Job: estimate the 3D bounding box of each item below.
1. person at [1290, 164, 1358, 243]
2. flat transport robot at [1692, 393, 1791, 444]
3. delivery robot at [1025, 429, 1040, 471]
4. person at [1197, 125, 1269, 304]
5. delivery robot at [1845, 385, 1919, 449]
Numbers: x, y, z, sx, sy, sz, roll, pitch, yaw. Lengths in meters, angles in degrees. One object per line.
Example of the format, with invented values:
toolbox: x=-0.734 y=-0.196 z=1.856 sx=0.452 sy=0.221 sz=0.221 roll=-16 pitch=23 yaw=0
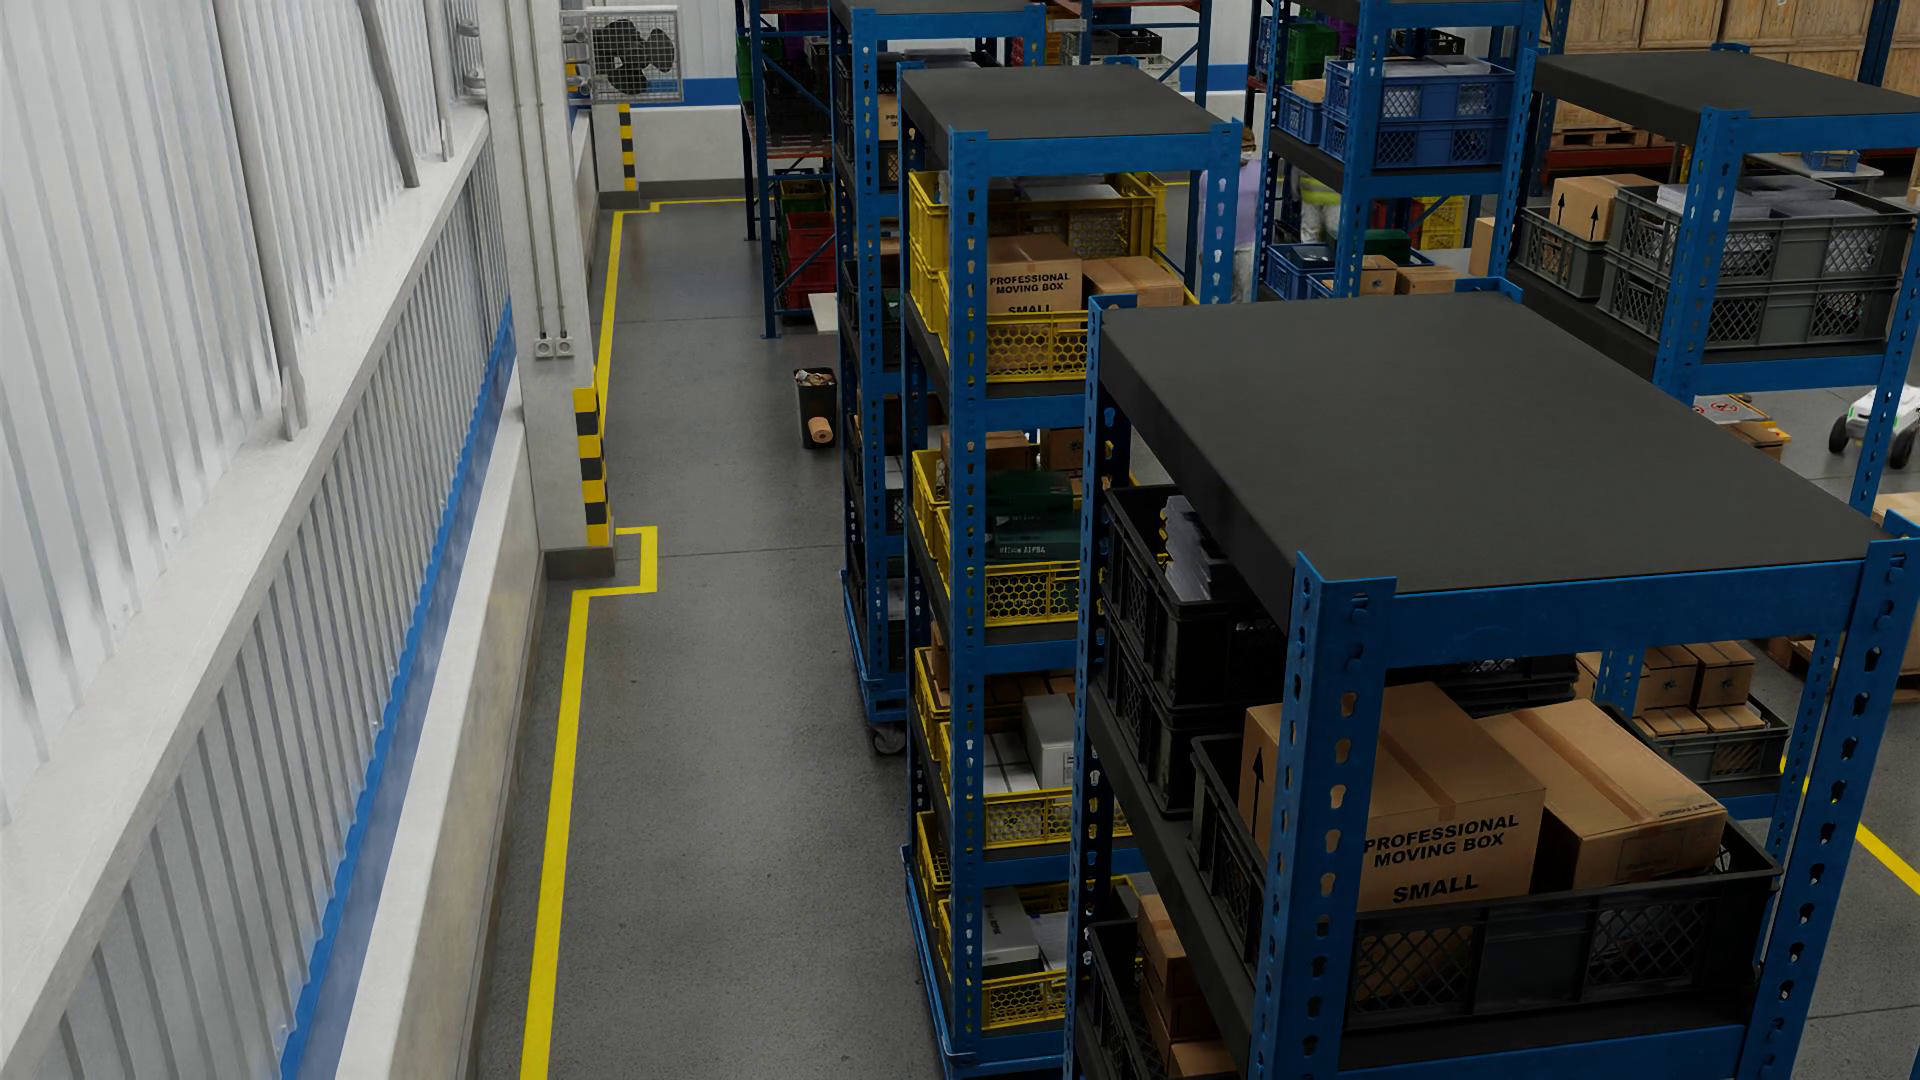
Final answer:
person: x=3.318 y=-3.118 z=15.178 sx=0.644 sy=1.838 sz=0.429 roll=12 pitch=27 yaw=24
flat transport robot: x=5.224 y=-0.859 z=12.132 sx=1.431 sy=0.197 sz=0.652 roll=-4 pitch=25 yaw=-8
delivery robot: x=0.464 y=-0.588 z=11.100 sx=0.477 sy=0.478 sz=0.707 roll=-16 pitch=29 yaw=-31
person: x=2.205 y=-2.406 z=13.526 sx=0.630 sy=1.931 sz=0.359 roll=-10 pitch=27 yaw=-21
delivery robot: x=6.602 y=-0.922 z=11.824 sx=0.707 sy=0.478 sz=0.477 roll=-22 pitch=33 yaw=-40
